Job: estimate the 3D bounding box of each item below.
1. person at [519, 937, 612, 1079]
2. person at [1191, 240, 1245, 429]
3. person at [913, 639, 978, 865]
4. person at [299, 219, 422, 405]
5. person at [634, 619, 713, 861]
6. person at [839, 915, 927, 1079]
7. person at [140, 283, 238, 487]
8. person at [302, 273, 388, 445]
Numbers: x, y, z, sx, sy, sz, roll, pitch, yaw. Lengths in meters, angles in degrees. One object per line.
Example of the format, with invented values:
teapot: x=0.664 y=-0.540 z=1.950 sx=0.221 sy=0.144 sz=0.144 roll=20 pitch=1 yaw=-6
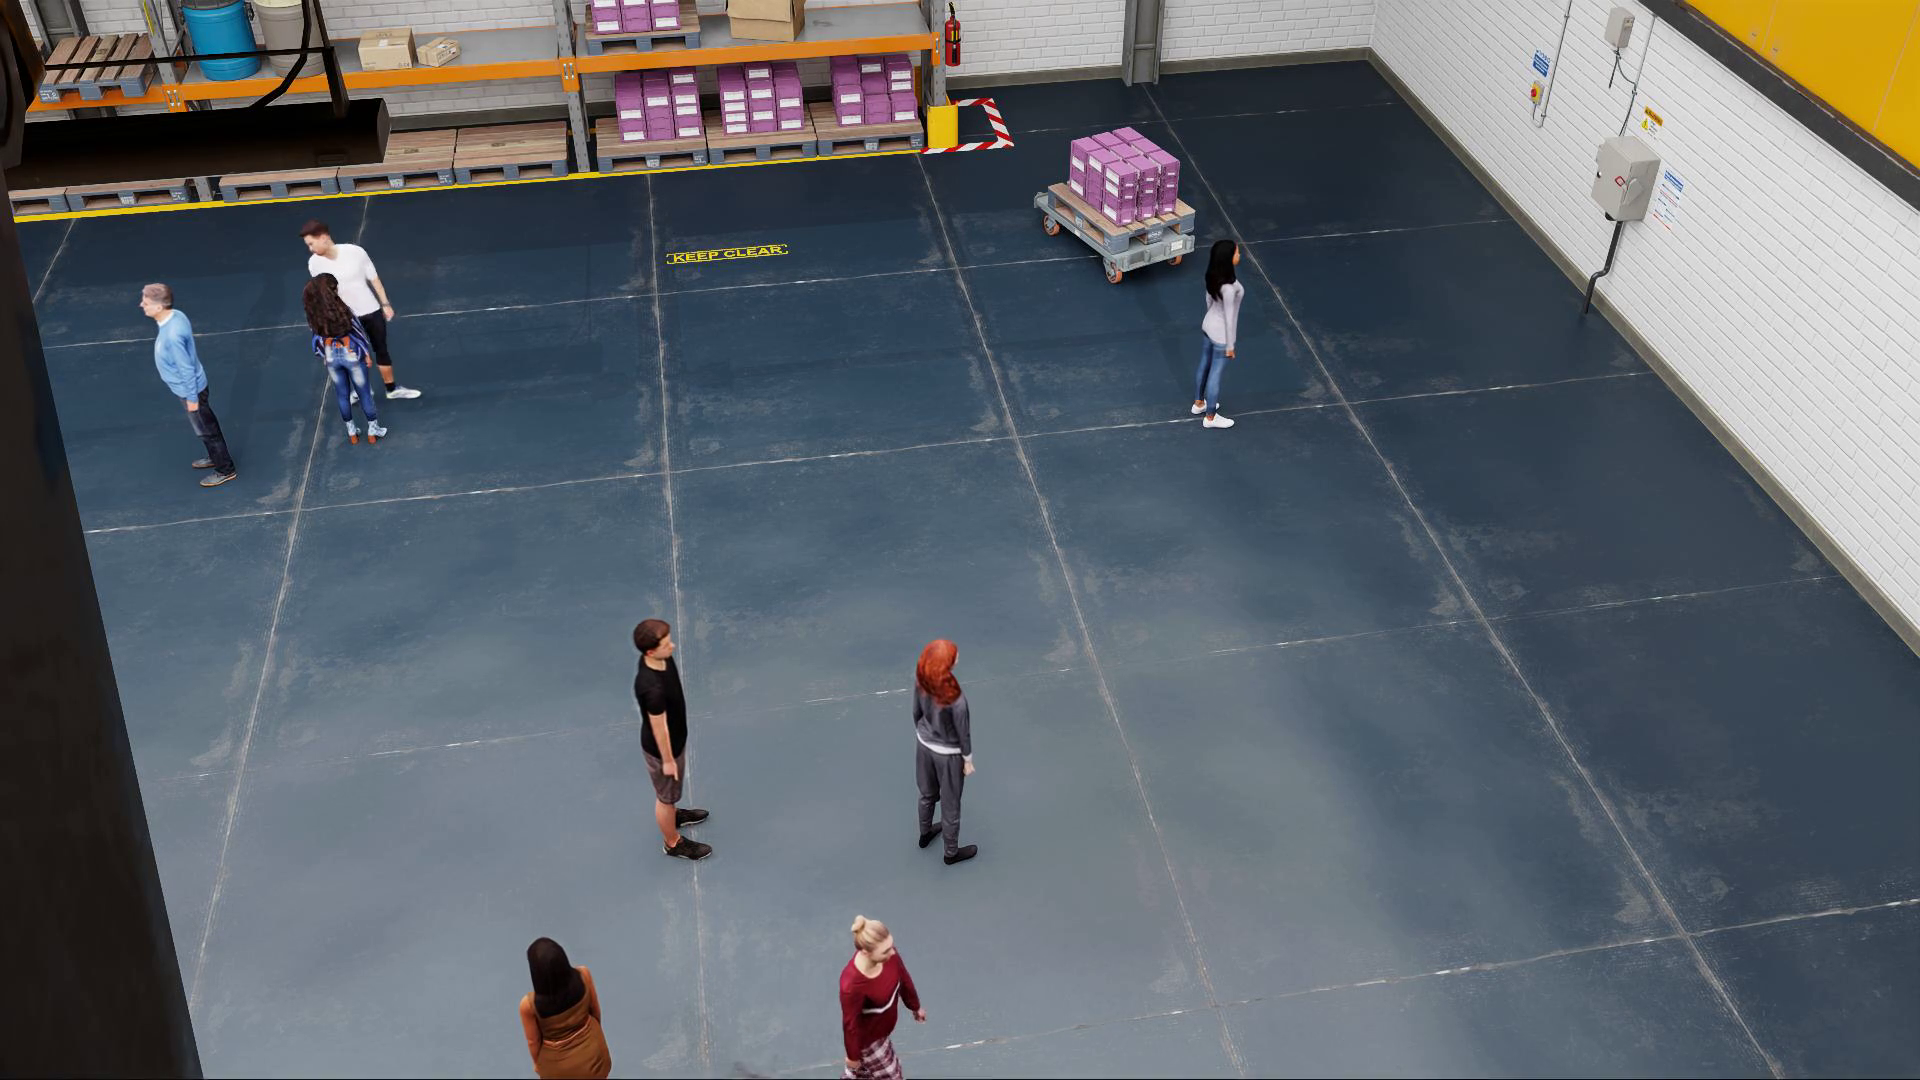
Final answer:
person: x=-2.019 y=2.655 z=8.636 sx=0.600 sy=1.687 sz=0.697 roll=-28 pitch=46 yaw=-31
person: x=2.181 y=-1.759 z=14.123 sx=0.553 sy=1.736 sz=0.623 roll=-10 pitch=40 yaw=-12
person: x=-0.114 y=1.294 z=10.266 sx=0.654 sy=1.779 sz=0.675 roll=31 pitch=48 yaw=33
person: x=-5.135 y=-1.975 z=14.328 sx=0.516 sy=1.819 sz=0.924 roll=-21 pitch=43 yaw=-24
person: x=-1.834 y=1.205 z=10.312 sx=0.588 sy=1.861 sz=0.674 roll=-4 pitch=39 yaw=-5
person: x=-0.534 y=2.540 z=8.785 sx=0.975 sy=1.681 sz=0.858 roll=12 pitch=40 yaw=15
person: x=-6.242 y=-1.280 z=13.457 sx=0.676 sy=1.819 sz=0.724 roll=-18 pitch=42 yaw=-21
person: x=-5.151 y=-1.523 z=13.923 sx=0.563 sy=1.618 sz=0.725 roll=2 pitch=39 yaw=3
